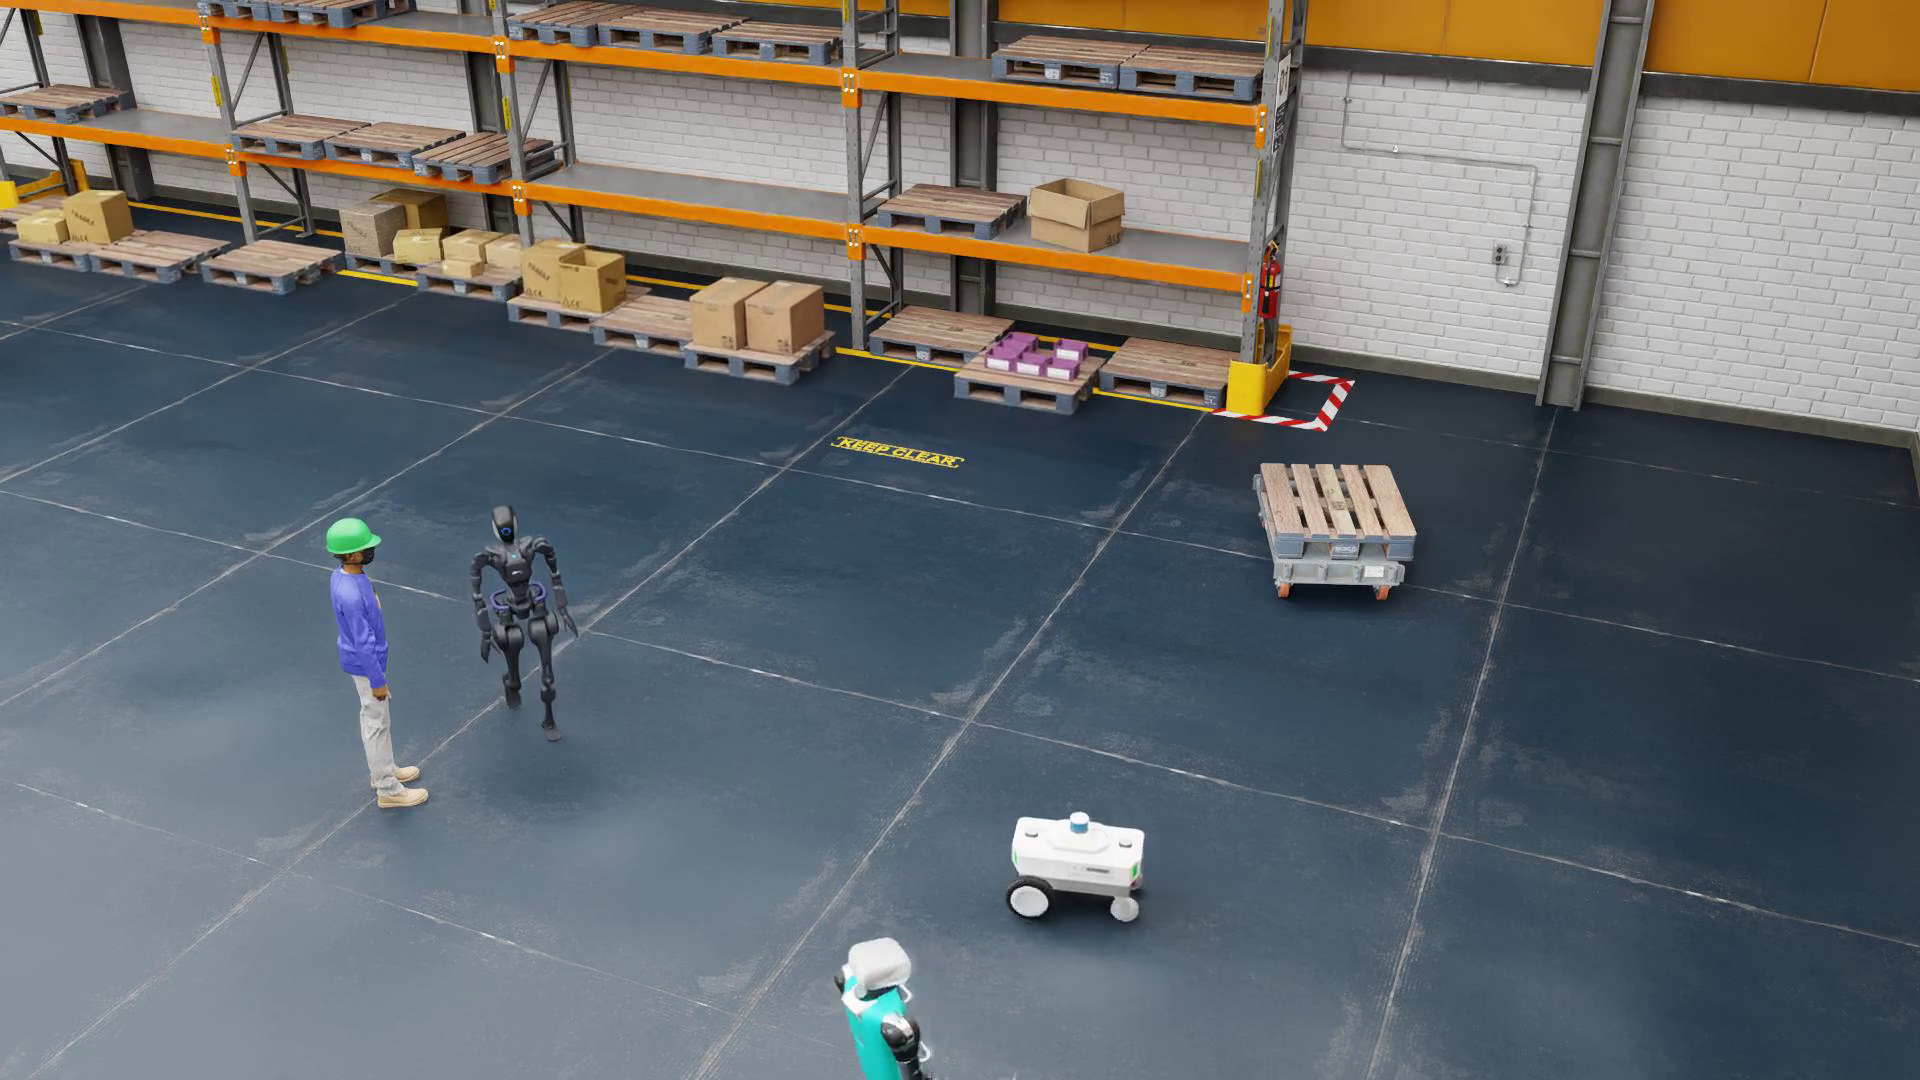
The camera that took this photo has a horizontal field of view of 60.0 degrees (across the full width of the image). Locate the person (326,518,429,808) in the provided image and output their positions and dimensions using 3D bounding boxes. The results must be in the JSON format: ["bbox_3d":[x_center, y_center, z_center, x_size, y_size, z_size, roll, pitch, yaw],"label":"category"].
[{"bbox_3d":[-3.462,0.720,9.791,0.341,1.873,0.460,-12,30,-22],"label":"person"}]

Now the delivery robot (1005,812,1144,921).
[{"bbox_3d":[0.635,1.776,9.182,0.802,0.600,0.499,5,28,9],"label":"delivery robot"}]

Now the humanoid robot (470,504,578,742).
[{"bbox_3d":[-2.759,0.465,10.511,0.612,1.638,0.564,-13,30,-23],"label":"humanoid robot"}]

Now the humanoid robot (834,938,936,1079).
[{"bbox_3d":[-0.034,2.308,6.869,0.978,1.757,0.583,-15,31,-26],"label":"humanoid robot"}]
